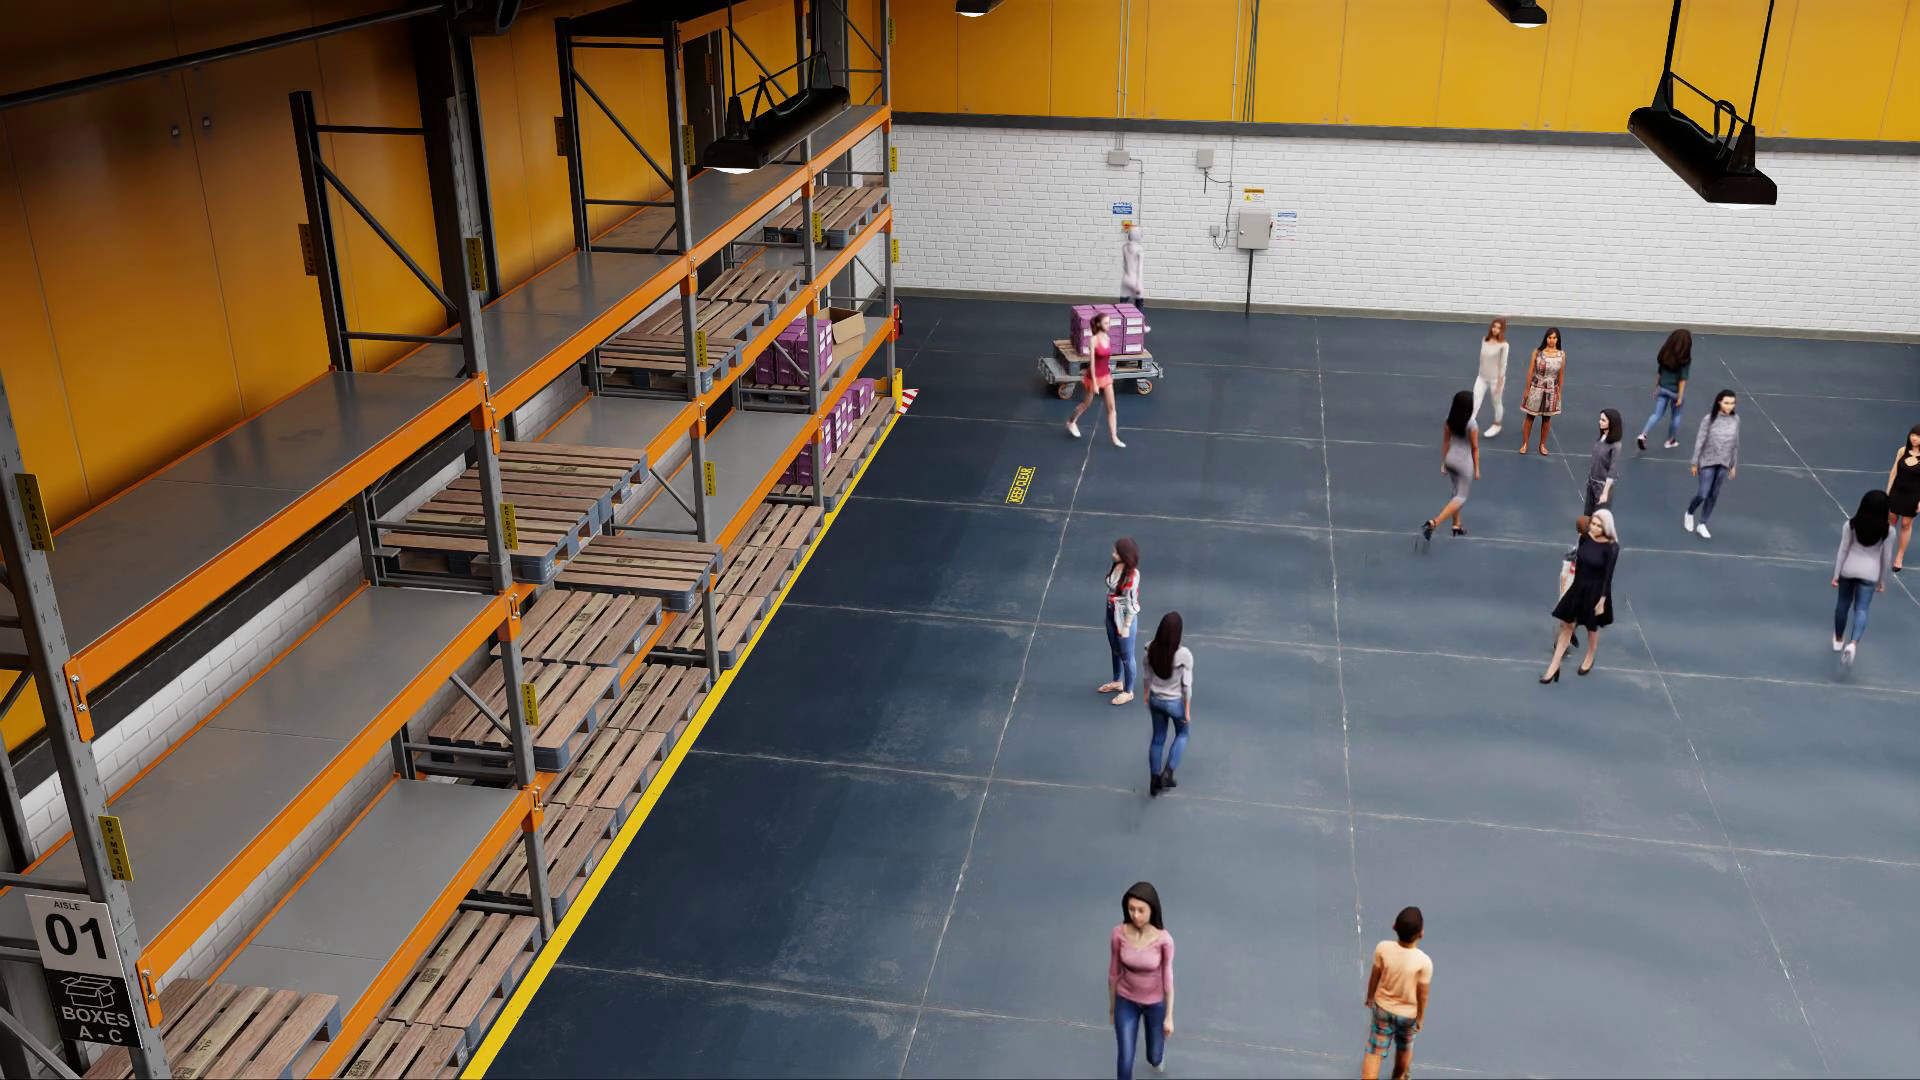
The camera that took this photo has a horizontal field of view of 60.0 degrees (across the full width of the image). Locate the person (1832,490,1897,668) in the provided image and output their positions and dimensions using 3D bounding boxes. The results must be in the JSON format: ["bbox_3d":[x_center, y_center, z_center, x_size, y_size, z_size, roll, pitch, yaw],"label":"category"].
[{"bbox_3d":[8.512,0.382,15.762,0.811,1.710,1.124,11,26,24],"label":"person"}]

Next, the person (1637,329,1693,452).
[{"bbox_3d":[8.930,-1.858,21.040,1.085,1.586,1.014,-17,29,-33],"label":"person"}]

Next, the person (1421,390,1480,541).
[{"bbox_3d":[5.454,-0.765,18.323,1.045,1.759,1.018,-14,27,-29],"label":"person"}]

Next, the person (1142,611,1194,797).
[{"bbox_3d":[1.665,1.374,13.604,0.708,1.620,0.708,15,28,31],"label":"person"}]

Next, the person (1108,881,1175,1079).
[{"bbox_3d":[1.137,2.812,10.186,0.649,1.724,0.980,7,25,16],"label":"person"}]

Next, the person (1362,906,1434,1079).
[{"bbox_3d":[2.671,2.935,10.262,0.721,1.437,1.000,11,26,24],"label":"person"}]

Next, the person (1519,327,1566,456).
[{"bbox_3d":[7.392,-1.898,21.060,0.644,1.645,0.509,4,24,10],"label":"person"}]

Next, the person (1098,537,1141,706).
[{"bbox_3d":[1.479,0.712,15.128,0.724,1.613,0.623,-10,26,-22],"label":"person"}]

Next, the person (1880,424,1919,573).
[{"bbox_3d":[10.122,-0.469,17.784,0.672,1.650,0.621,-17,29,-35],"label":"person"}]

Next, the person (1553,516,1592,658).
[{"bbox_3d":[5.898,0.415,16.035,0.625,1.431,0.670,-6,24,-14],"label":"person"}]

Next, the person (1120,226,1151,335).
[{"bbox_3d":[2.573,-3.907,25.537,1.229,1.739,1.080,-20,31,-38],"label":"person"}]

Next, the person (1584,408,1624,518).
[{"bbox_3d":[6.944,-0.592,17.921,0.870,1.765,0.669,-5,24,-12],"label":"person"}]

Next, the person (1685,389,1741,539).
[{"bbox_3d":[8.429,-0.889,18.655,0.680,1.722,0.687,-1,24,-3],"label":"person"}]

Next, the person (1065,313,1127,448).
[{"bbox_3d":[1.700,-2.059,21.345,1.134,1.711,1.106,-20,30,-37],"label":"person"}]

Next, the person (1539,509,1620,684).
[{"bbox_3d":[5.886,0.517,15.444,1.041,1.718,0.978,-15,28,-31],"label":"person"}]

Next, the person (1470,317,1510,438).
[{"bbox_3d":[6.901,-2.067,21.422,1.179,1.664,1.094,-16,28,-32],"label":"person"}]
